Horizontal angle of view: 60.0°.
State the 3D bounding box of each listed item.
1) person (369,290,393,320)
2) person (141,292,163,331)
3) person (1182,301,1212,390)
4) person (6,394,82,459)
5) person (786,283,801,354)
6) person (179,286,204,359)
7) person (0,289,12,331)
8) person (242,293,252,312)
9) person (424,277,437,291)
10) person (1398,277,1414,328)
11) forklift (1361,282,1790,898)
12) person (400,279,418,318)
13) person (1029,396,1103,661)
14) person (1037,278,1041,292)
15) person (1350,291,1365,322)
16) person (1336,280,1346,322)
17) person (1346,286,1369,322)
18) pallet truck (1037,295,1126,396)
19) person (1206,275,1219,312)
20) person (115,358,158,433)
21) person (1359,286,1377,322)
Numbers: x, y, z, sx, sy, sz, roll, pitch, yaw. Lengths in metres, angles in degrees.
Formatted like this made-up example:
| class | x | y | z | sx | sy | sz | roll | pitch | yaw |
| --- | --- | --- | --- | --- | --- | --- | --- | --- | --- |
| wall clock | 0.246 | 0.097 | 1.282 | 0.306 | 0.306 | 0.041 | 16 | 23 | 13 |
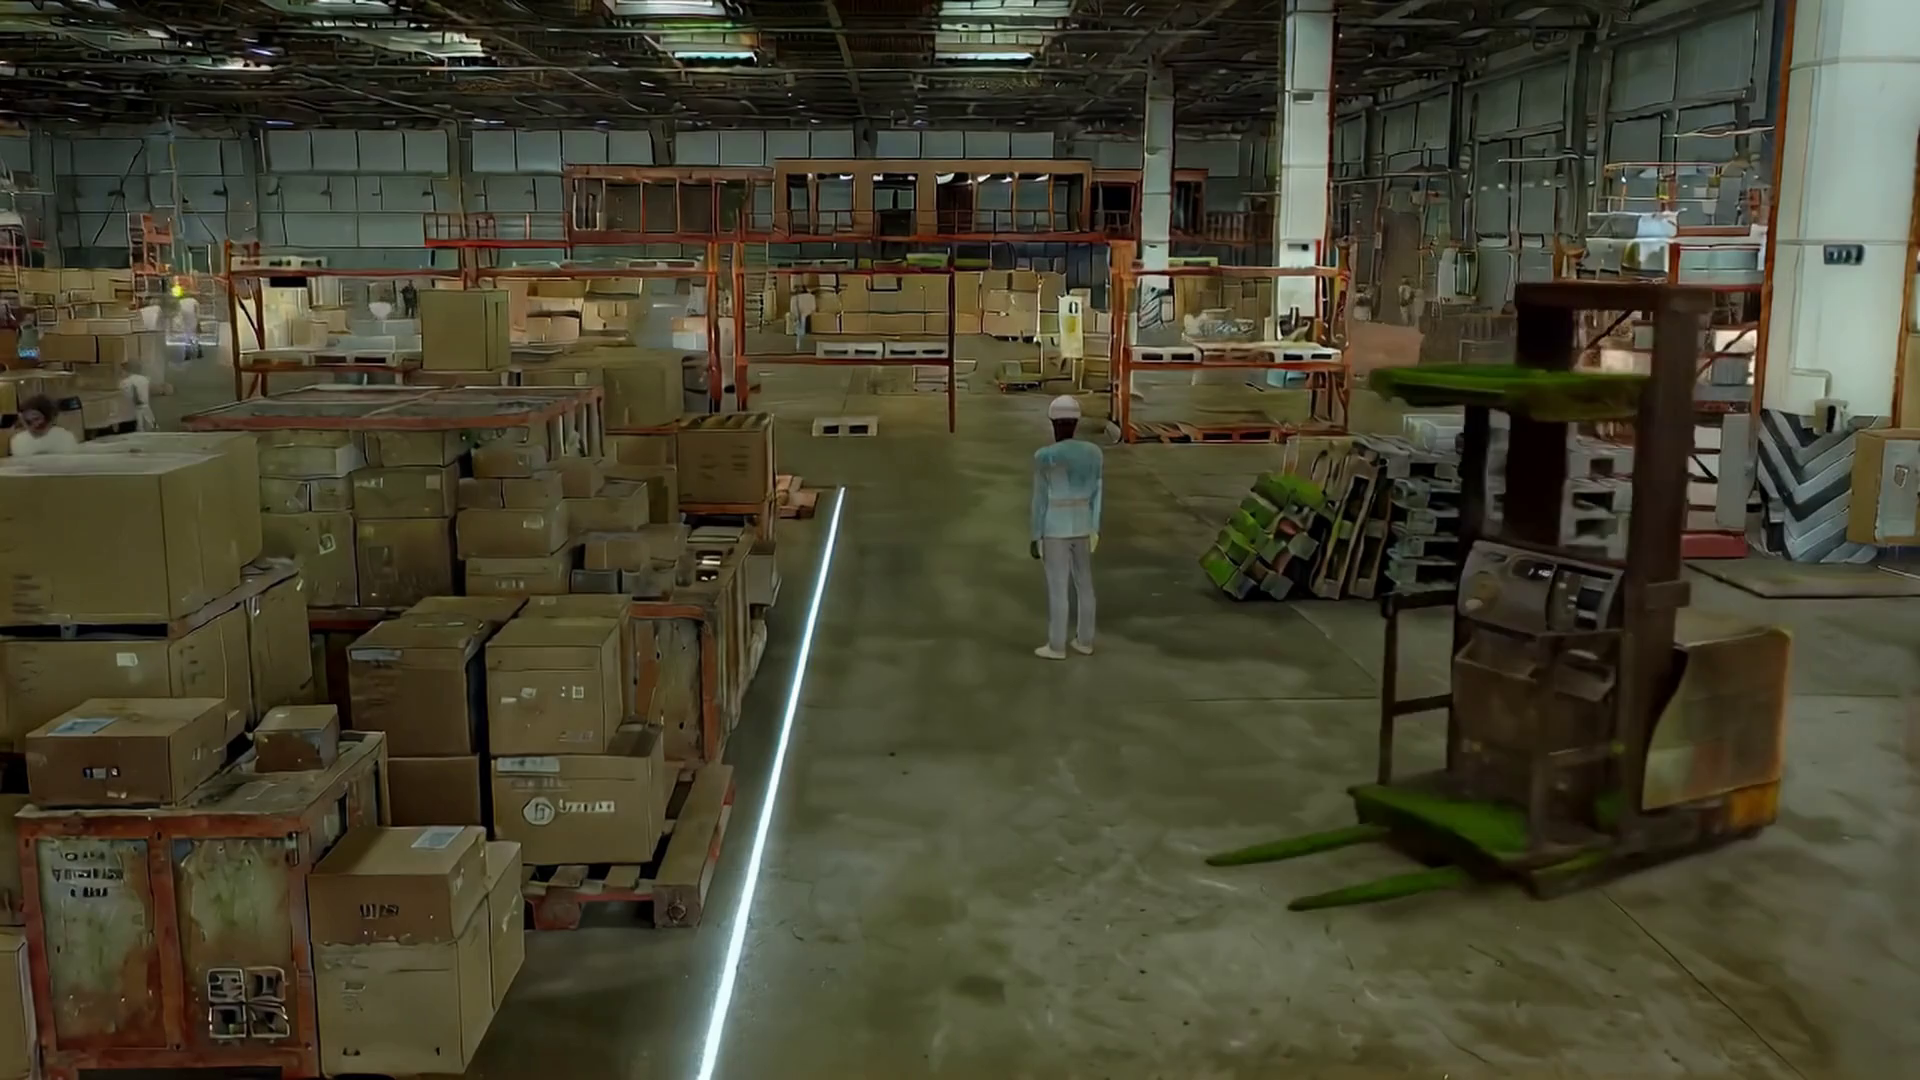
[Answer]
| class | x | y | z | sx | sy | sz | roll | pitch | yaw |
| --- | --- | --- | --- | --- | --- | --- | --- | --- | --- |
| person | -14.022 | -5.125 | 40.377 | 0.597 | 1.868 | 0.971 | -8 | 13 | -37 |
| person | -19.075 | -4.919 | 39.243 | 0.546 | 1.852 | 0.415 | 2 | 10 | 8 |
| person | 4.915 | -4.042 | 34.445 | 0.630 | 1.819 | 0.805 | 7 | 12 | 35 |
| person | -6.864 | -0.126 | 12.411 | 0.683 | 1.906 | 0.706 | 3 | 11 | 18 |
| person | -4.427 | -5.870 | 44.304 | 0.355 | 1.938 | 0.634 | -4 | 11 | -22 |
| person | -19.960 | -5.630 | 43.140 | 0.543 | 1.896 | 1.005 | -1 | 10 | -8 |
| person | -23.388 | -5.162 | 40.449 | 0.549 | 1.920 | 0.720 | -1 | 10 | -6 |
| person | -18.312 | -5.511 | 42.912 | 0.533 | 1.738 | 0.752 | 2 | 10 | 10 |
| person | -16.578 | -7.343 | 52.522 | 0.634 | 1.928 | 0.796 | 8 | 13 | 38 |
| person | 14.707 | -7.712 | 54.821 | 0.606 | 1.876 | 1.036 | -3 | 11 | -15 |
| forklift | 3.154 | 0.123 | 8.293 | 1.873 | 2.768 | 1.129 | -5 | 11 | -27 |
| person | -17.499 | -7.363 | 52.836 | 0.520 | 1.865 | 0.333 | -2 | 10 | -11 |
| person | 0.761 | -0.083 | 12.097 | 0.589 | 1.928 | 0.386 | -6 | 12 | -29 |
| person | 2.798 | -8.209 | 57.584 | 0.589 | 1.861 | 0.876 | -6 | 12 | -30 |
| person | 8.978 | -4.711 | 37.932 | 0.641 | 1.914 | 0.557 | 9 | 14 | 42 |
| person | 13.016 | -8.041 | 57.013 | 0.575 | 1.727 | 0.482 | 8 | 13 | 37 |
| person | 11.390 | -6.351 | 47.468 | 0.648 | 1.784 | 0.813 | 6 | 12 | 32 |
| pallet truck | 2.483 | -3.881 | 33.060 | 1.885 | 1.965 | 0.823 | -7 | 13 | -36 |
| person | 10.844 | -10.789 | 71.584 | 0.616 | 1.985 | 0.411 | 9 | 14 | 42 |
| person | -10.362 | -1.480 | 20.835 | 0.886 | 1.585 | 0.514 | 1 | 10 | 8 |
| person | 10.797 | -5.840 | 44.344 | 0.606 | 1.878 | 1.001 | 5 | 11 | 26 |
